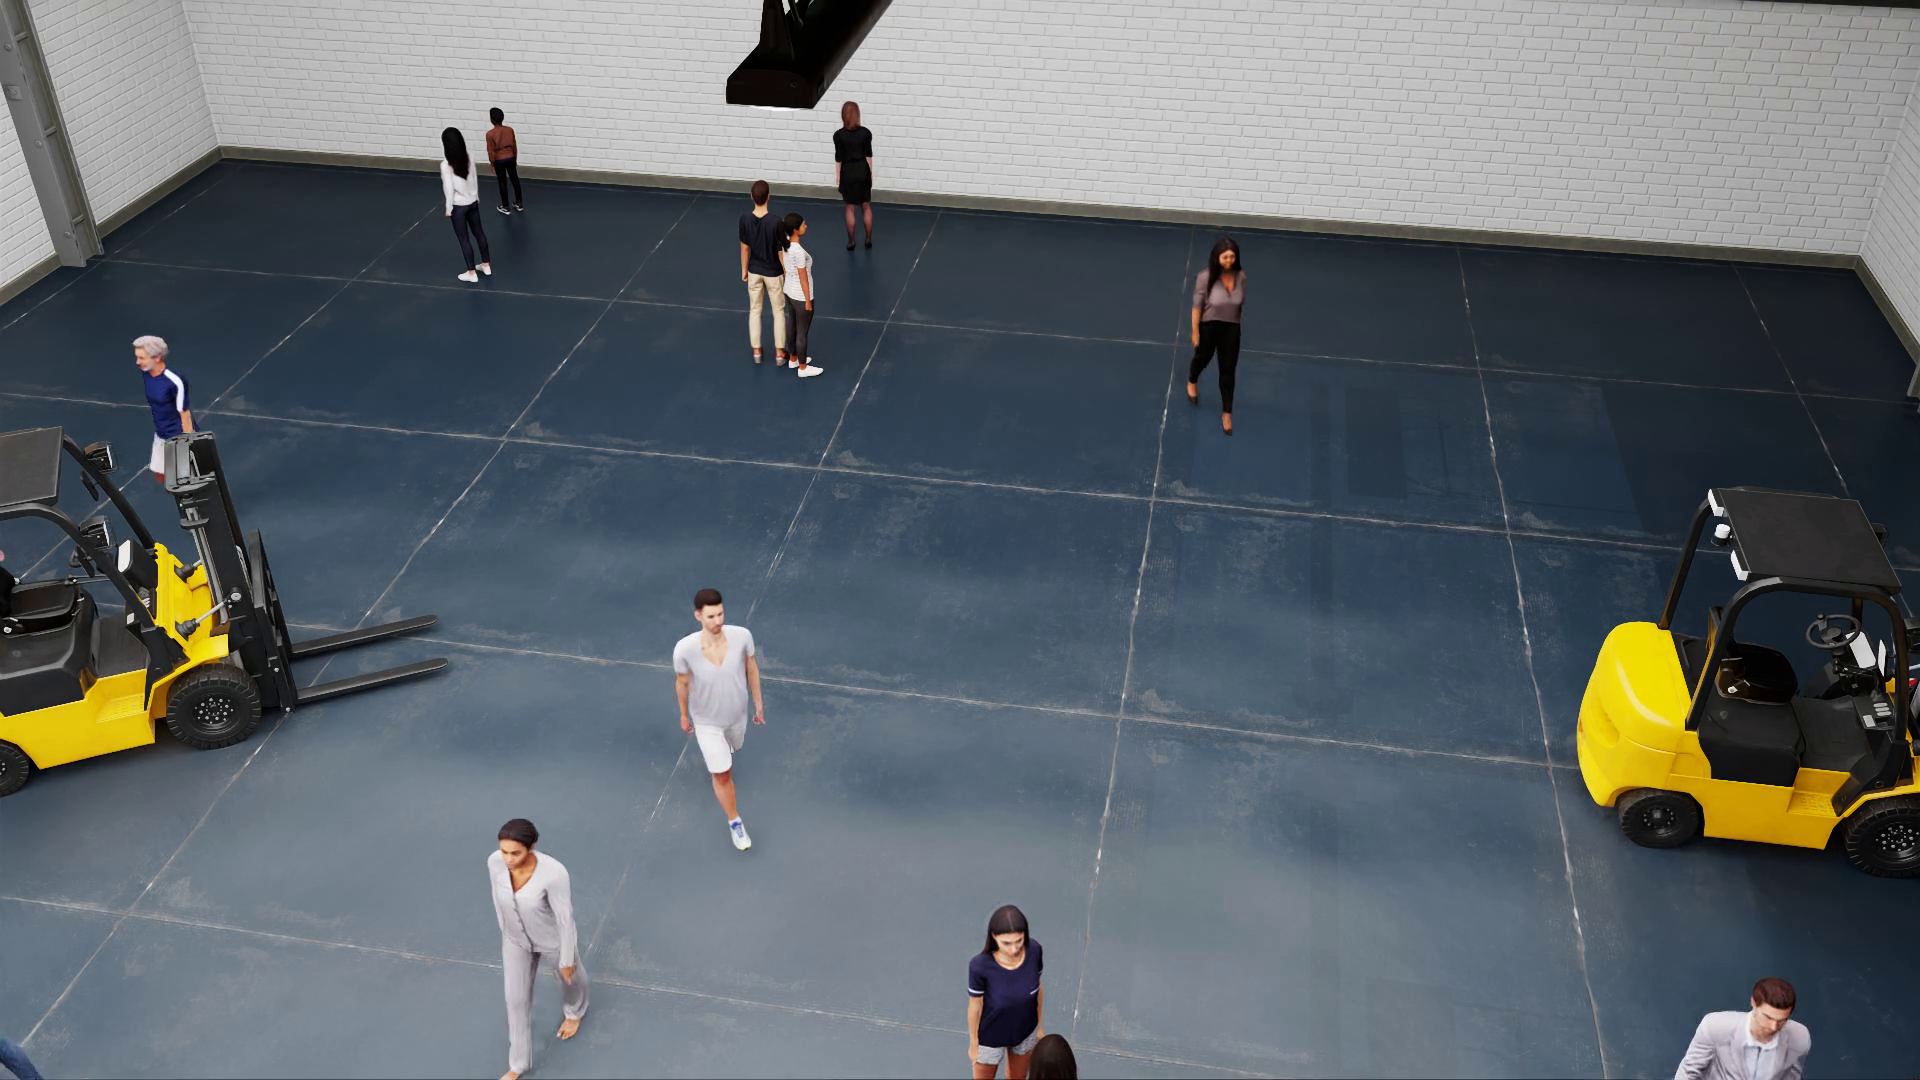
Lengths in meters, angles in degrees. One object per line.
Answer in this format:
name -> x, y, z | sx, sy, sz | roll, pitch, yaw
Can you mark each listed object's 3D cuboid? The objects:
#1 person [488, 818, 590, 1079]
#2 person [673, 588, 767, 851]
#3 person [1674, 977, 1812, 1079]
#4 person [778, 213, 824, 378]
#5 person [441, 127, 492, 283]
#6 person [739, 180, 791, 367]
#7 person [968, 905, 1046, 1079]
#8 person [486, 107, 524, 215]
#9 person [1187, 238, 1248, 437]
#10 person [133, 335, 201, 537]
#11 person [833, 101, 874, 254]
person -> -2.288, 2.126, 9.210 | 0.672, 1.705, 0.963 | 7, 34, 11
person -> -1.578, 1.042, 10.735 | 1.124, 1.823, 1.292 | -16, 37, -22
person -> 3.760, 2.739, 8.167 | 0.690, 1.840, 0.633 | 3, 34, 5
person -> -1.564, -2.375, 16.035 | 0.715, 1.647, 0.636 | -16, 37, -23
person -> -5.322, -3.609, 17.844 | 0.749, 1.700, 0.612 | 18, 37, 25
person -> -1.889, -2.596, 16.183 | 0.636, 1.851, 0.548 | 7, 34, 10
person -> 0.232, 2.526, 8.554 | 0.661, 1.765, 0.681 | -12, 36, -18
person -> -5.357, -4.465, 19.535 | 0.571, 1.252, 0.644 | -25, 41, -32
person -> 2.307, -1.934, 15.239 | 0.940, 1.794, 1.229 | -6, 34, -8
person -> -6.357, -0.900, 13.651 | 0.753, 1.830, 0.755 | 19, 38, 26
person -> -1.164, -4.029, 18.473 | 0.656, 1.703, 0.640 | -9, 35, -13
